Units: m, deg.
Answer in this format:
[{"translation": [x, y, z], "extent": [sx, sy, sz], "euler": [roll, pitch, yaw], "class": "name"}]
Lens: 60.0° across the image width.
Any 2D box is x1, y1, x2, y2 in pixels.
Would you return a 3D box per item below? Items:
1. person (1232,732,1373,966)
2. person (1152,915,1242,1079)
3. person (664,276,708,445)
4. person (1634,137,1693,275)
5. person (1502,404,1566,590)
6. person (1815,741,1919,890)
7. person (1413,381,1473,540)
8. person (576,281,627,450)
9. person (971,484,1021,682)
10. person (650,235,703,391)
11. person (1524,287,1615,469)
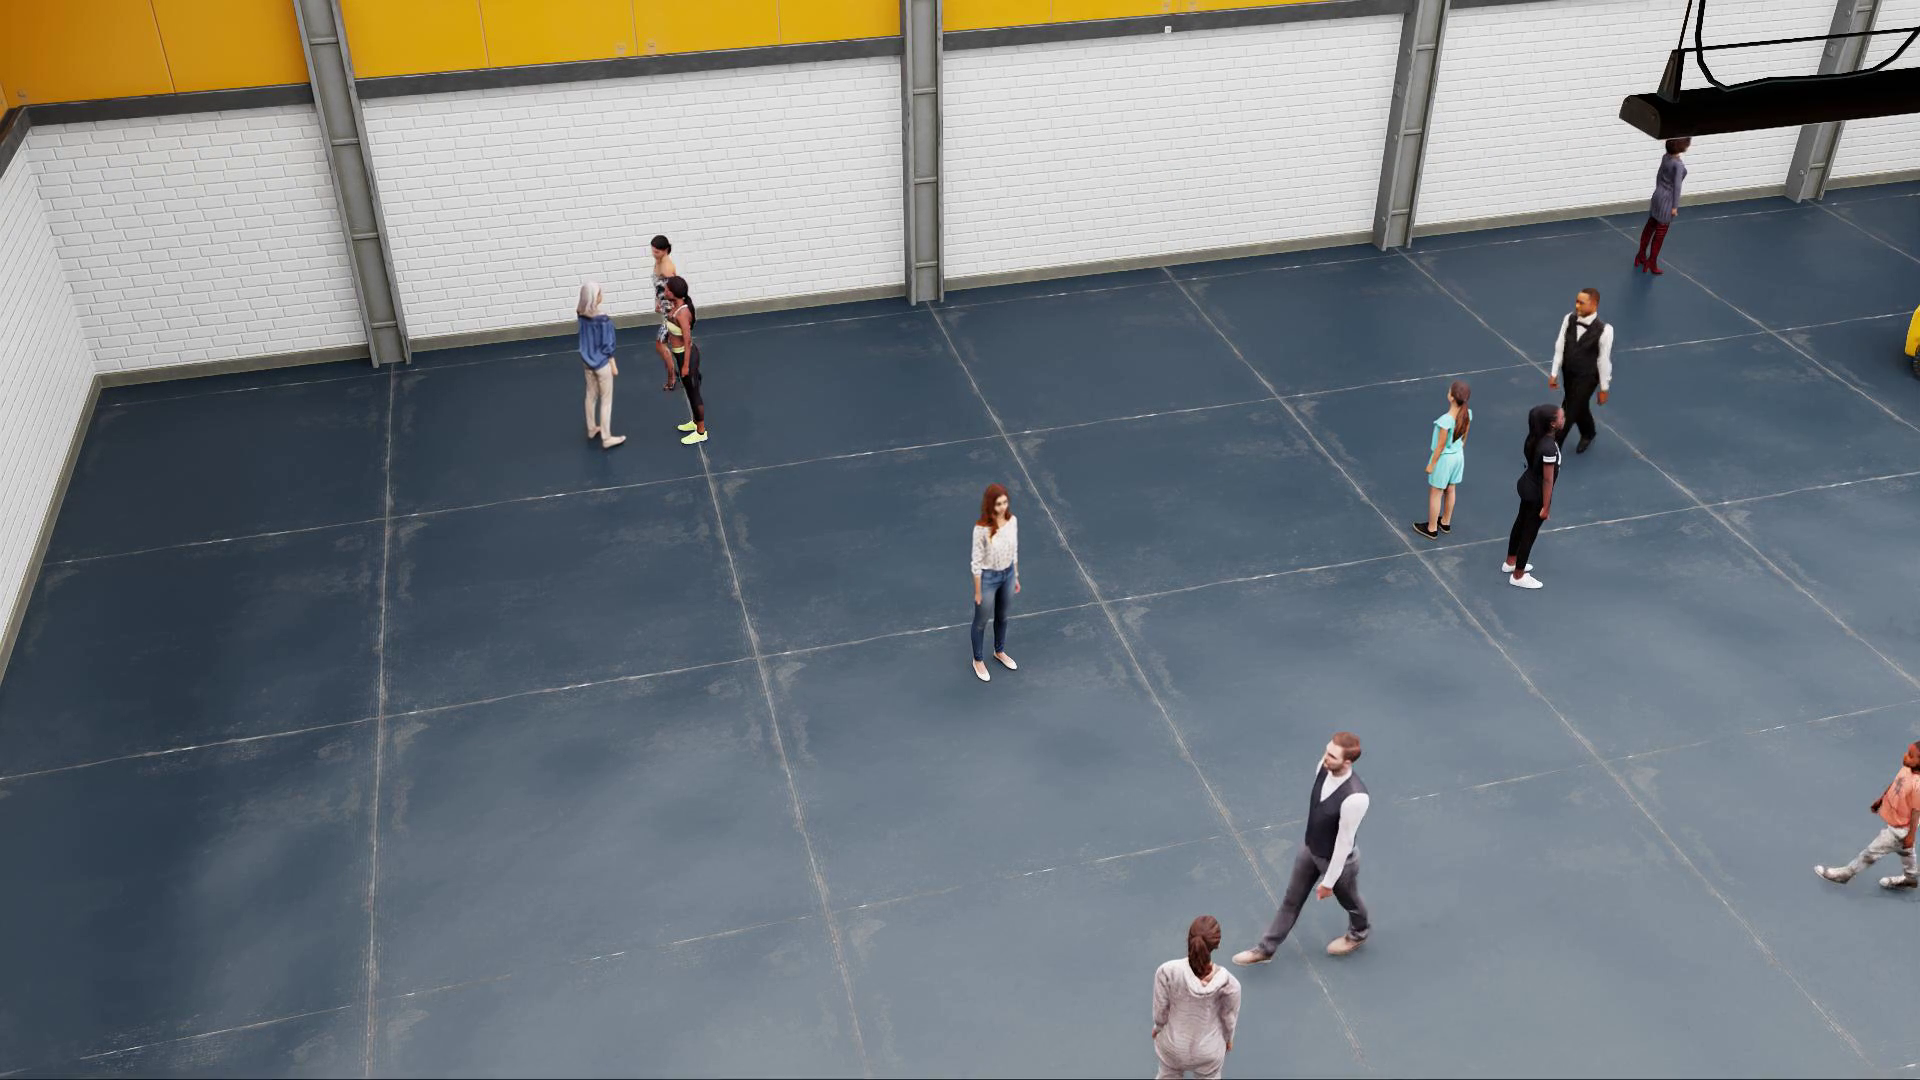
[{"translation": [2.432, 1.977, 10.532], "extent": [1.221, 1.888, 0.733], "euler": [-11, 35, -15], "class": "person"}, {"translation": [1.315, 2.820, 9.444], "extent": [0.666, 1.689, 0.786], "euler": [7, 34, 11], "class": "person"}, {"translation": [-2.670, -1.779, 16.305], "extent": [0.501, 1.754, 0.563], "euler": [-7, 34, -10], "class": "person"}, {"translation": [8.340, -4.008, 19.699], "extent": [0.543, 1.708, 0.609], "euler": [-5, 34, -7], "class": "person"}, {"translation": [4.936, -0.398, 14.252], "extent": [0.676, 1.726, 0.675], "euler": [0, 34, 0], "class": "person"}, {"translation": [6.407, 1.893, 11.209], "extent": [0.977, 1.279, 0.797], "euler": [8, 35, 12], "class": "person"}, {"translation": [4.365, -0.729, 14.903], "extent": [0.556, 1.557, 0.666], "euler": [-18, 38, -25], "class": "person"}, {"translation": [-3.555, -1.730, 16.289], "extent": [0.731, 1.690, 0.761], "euler": [27, 42, 34], "class": "person"}, {"translation": [0.270, 0.307, 13.189], "extent": [0.539, 1.729, 0.691], "euler": [-19, 38, -26], "class": "person"}, {"translation": [-2.866, -2.300, 17.050], "extent": [0.682, 1.796, 0.710], "euler": [-7, 34, -11], "class": "person"}, {"translation": [5.993, -1.564, 15.874], "extent": [1.383, 1.873, 0.976], "euler": [-21, 39, -28], "class": "person"}]
